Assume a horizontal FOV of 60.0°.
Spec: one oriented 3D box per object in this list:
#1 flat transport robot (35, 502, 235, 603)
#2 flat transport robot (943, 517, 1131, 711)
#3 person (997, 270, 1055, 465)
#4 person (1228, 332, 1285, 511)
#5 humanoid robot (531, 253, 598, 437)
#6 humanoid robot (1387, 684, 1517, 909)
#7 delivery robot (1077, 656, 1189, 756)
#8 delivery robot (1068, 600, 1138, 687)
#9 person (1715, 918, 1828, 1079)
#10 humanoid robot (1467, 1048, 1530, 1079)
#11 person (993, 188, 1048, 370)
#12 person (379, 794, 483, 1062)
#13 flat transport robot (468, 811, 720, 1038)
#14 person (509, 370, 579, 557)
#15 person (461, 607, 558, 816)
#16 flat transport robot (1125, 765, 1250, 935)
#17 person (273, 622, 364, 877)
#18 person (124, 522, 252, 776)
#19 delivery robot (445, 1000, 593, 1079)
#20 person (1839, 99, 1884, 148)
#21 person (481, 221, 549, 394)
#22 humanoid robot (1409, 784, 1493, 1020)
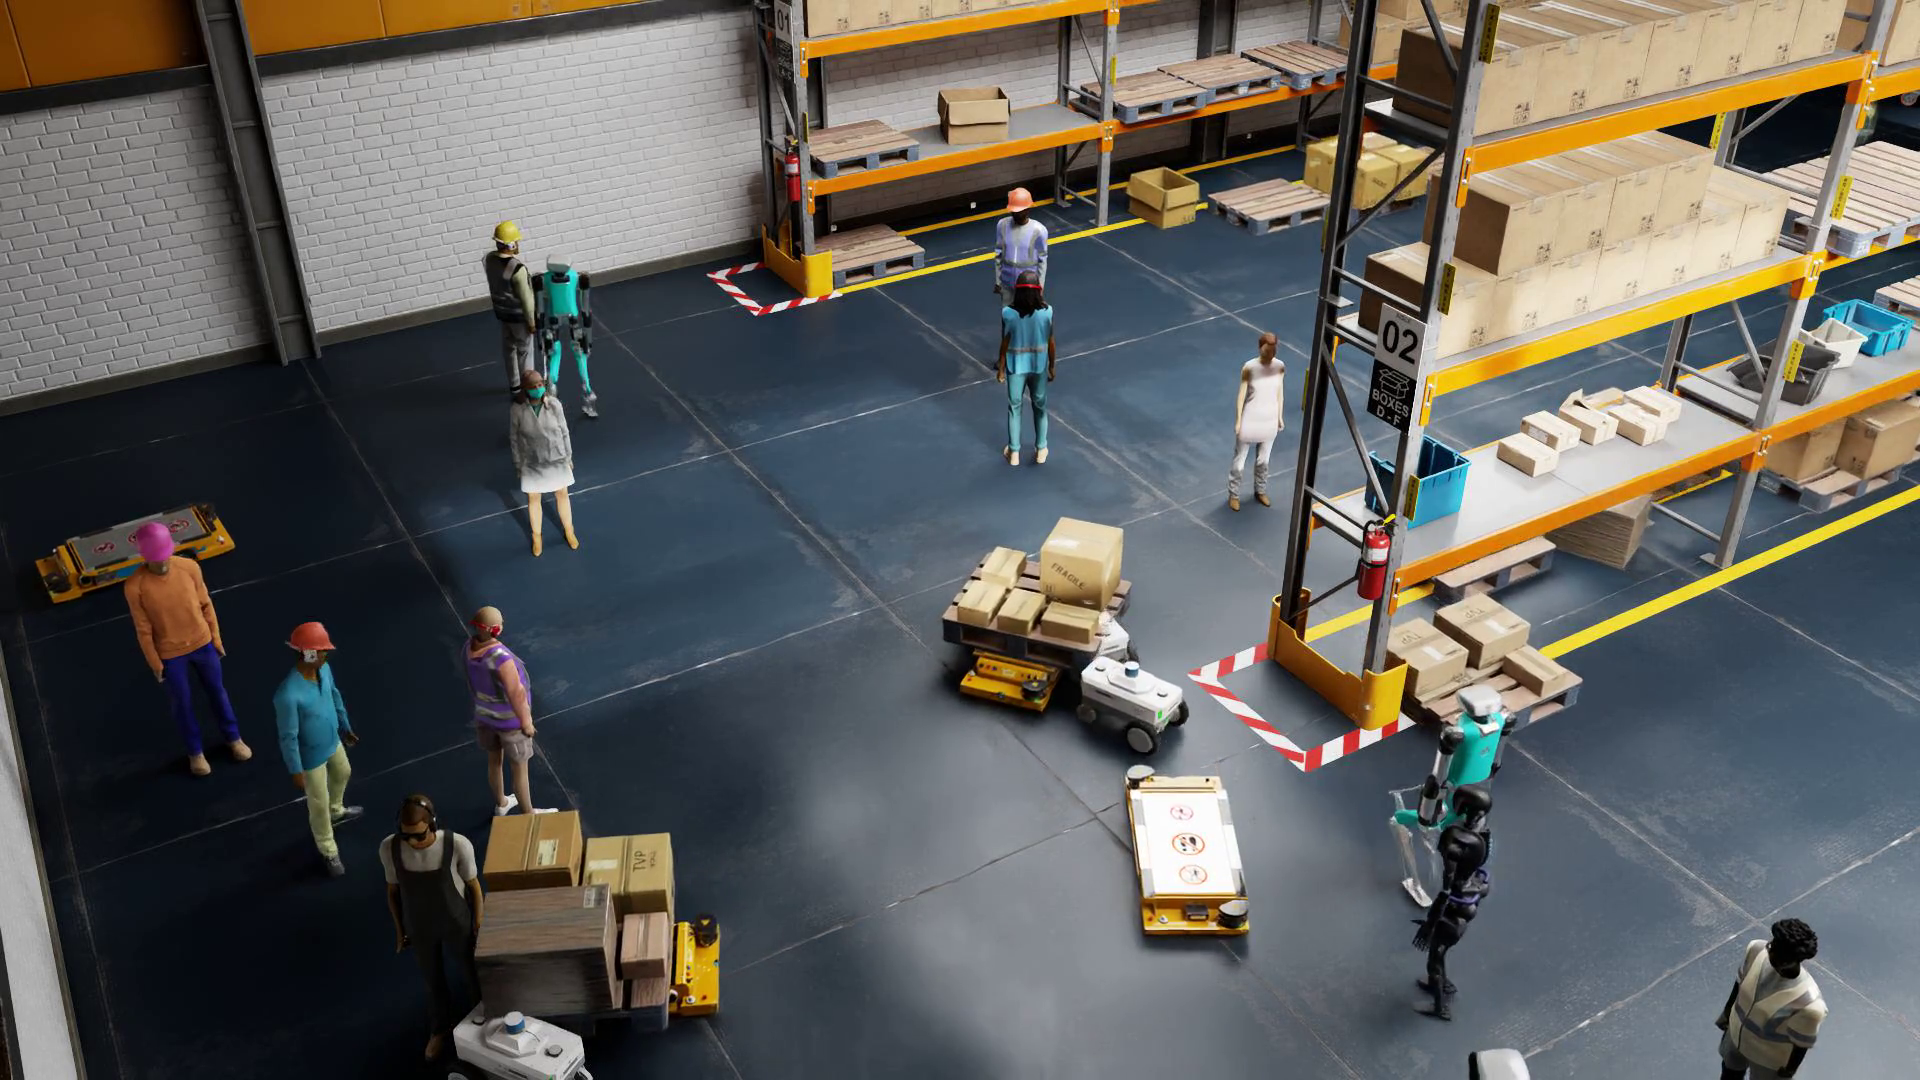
[{"bbox_3d":[-6.913,0.091,13.939,1.431,0.231,0.659,-21,38,-29],"label":"flat transport robot"},{"bbox_3d":[0.563,0.782,12.837,0.659,0.231,1.431,12,34,18],"label":"flat transport robot"},{"bbox_3d":[0.601,-1.543,15.042,0.525,1.865,0.385,-2,32,-4],"label":"person"},{"bbox_3d":[2.587,-1.033,14.421,0.440,1.659,0.286,-7,33,-11],"label":"person"},{"bbox_3d":[-3.668,-1.763,15.543,0.564,1.787,0.882,-7,33,-10],"label":"humanoid robot"},{"bbox_3d":[2.921,1.573,10.265,0.538,1.871,0.688,-15,35,-22],"label":"humanoid robot"},{"bbox_3d":[1.230,1.138,11.987,0.774,0.581,0.499,21,38,30],"label":"delivery robot"},{"bbox_3d":[0.981,0.705,12.680,0.499,0.583,0.774,-14,35,-21],"label":"delivery robot"},{"bbox_3d":[4.136,2.598,8.603,0.318,1.691,0.535,-9,33,-13],"label":"person"},{"bbox_3d":[2.202,3.076,7.787,0.696,1.792,0.533,-4,32,-7],"label":"humanoid robot"},{"bbox_3d":[0.590,-2.595,16.653,0.548,1.937,0.355,12,34,18],"label":"person"},{"bbox_3d":[-2.875,2.135,9.198,0.505,1.844,0.345,-2,32,-4],"label":"person"},{"bbox_3d":[-2.168,2.587,9.958,1.431,0.231,0.659,-3,32,-5],"label":"flat transport robot"},{"bbox_3d":[-3.455,-0.641,13.793,0.487,1.661,0.337,-10,34,-16],"label":"person"},{"bbox_3d":[-2.993,1.165,10.886,0.484,1.691,0.347,19,37,28],"label":"person"},{"bbox_3d":[1.468,2.011,10.876,0.659,0.231,1.431,0,32,0],"label":"flat transport robot"},{"bbox_3d":[-4.118,1.307,10.649,0.376,1.706,0.661,5,32,8],"label":"person"},{"bbox_3d":[-5.284,0.725,11.328,0.509,1.977,0.405,-25,40,-34],"label":"person"},{"bbox_3d":[-2.453,2.857,9.250,0.773,0.586,0.499,14,35,21],"label":"delivery robot"},{"bbox_3d":[10.756,-4.699,20.098,0.569,1.839,0.373,-12,34,-18],"label":"person"},{"bbox_3d":[-4.316,-2.215,16.159,0.594,1.820,0.403,24,39,33],"label":"person"},{"bbox_3d":[2.797,2.061,9.480,0.336,1.652,0.584,20,37,28],"label":"humanoid robot"}]
